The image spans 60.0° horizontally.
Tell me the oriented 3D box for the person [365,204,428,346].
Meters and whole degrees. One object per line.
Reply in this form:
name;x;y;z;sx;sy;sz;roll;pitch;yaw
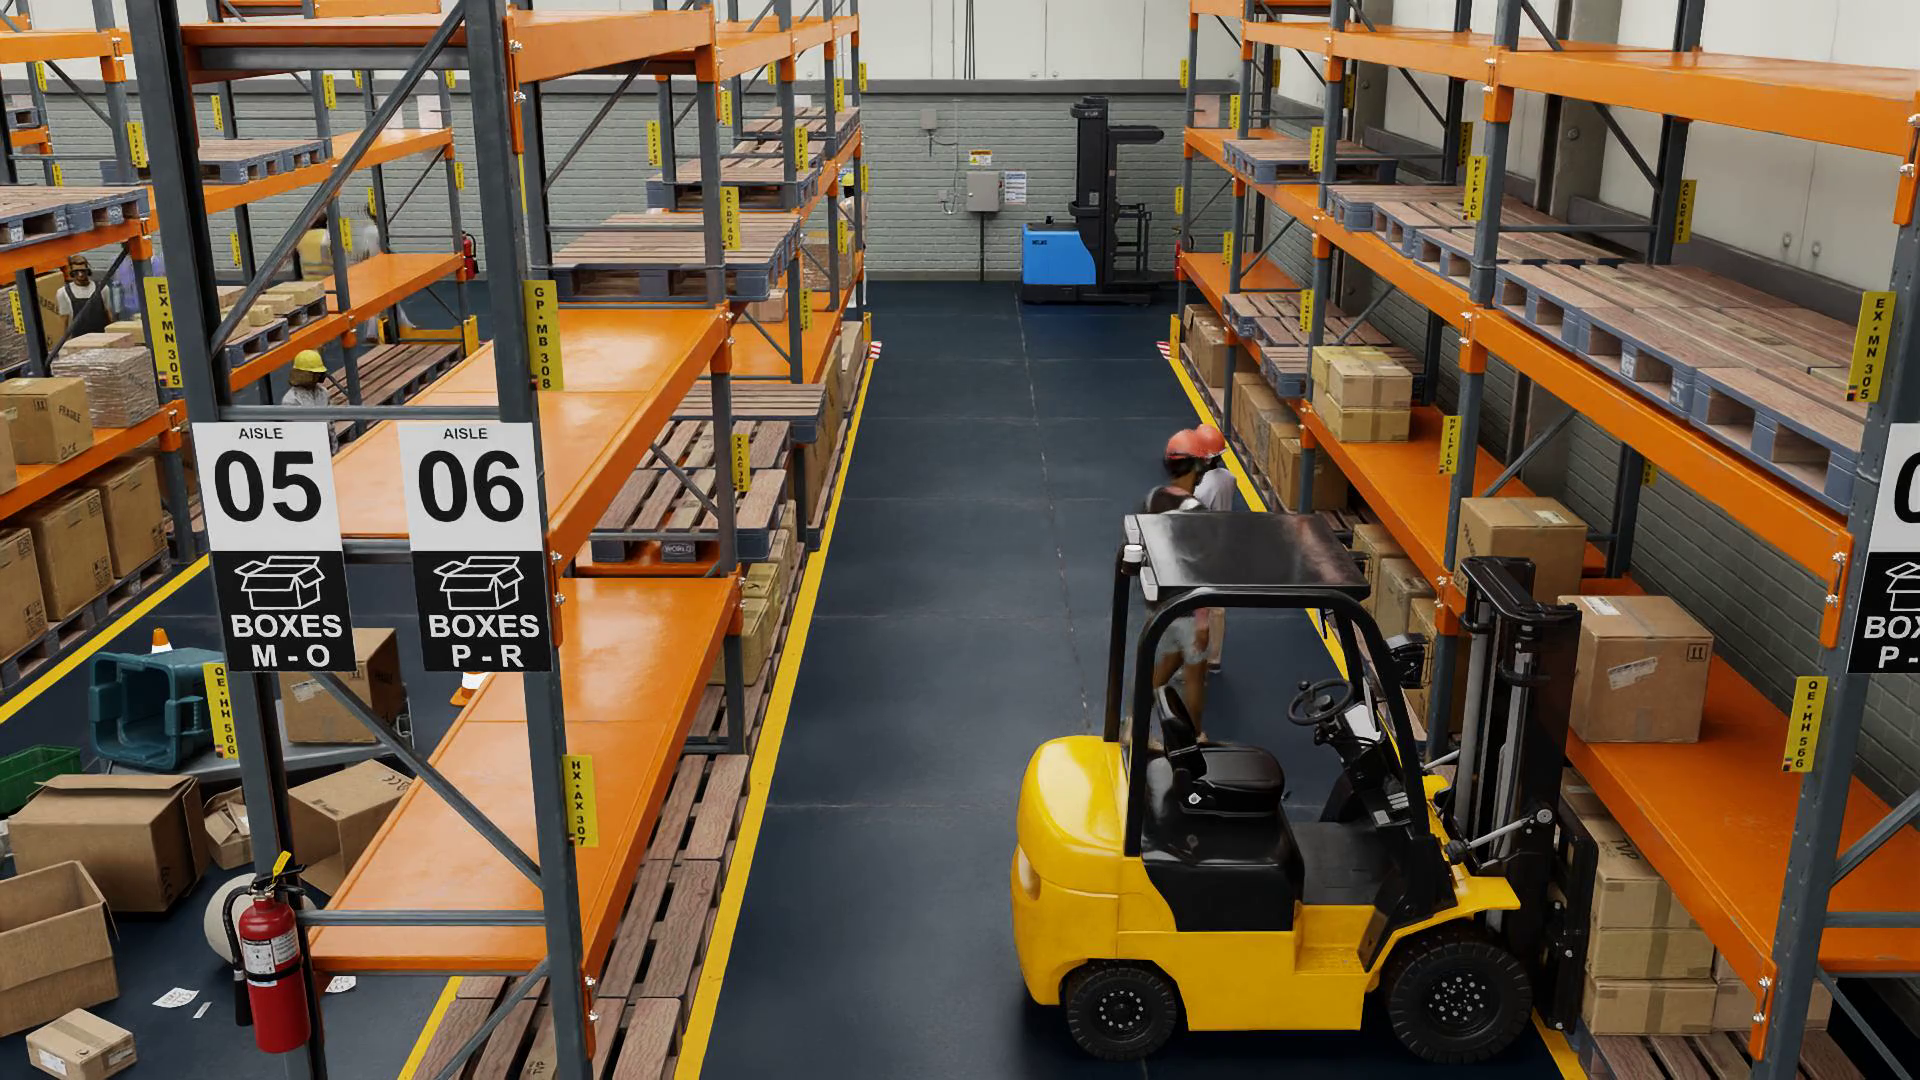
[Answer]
person;-7.424;-3.467;21.642;0.941;1.818;0.526;-15;24;-38

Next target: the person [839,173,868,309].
person;-1.563;-4.319;24.044;0.366;1.926;0.593;12;22;31

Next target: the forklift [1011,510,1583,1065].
forklift;1.387;1.055;7.378;2.313;2.155;1.214;0;18;0

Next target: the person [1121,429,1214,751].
person;1.270;0.351;9.814;0.523;2.041;0.652;-7;20;-21

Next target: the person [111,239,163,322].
person;-9.430;-2.652;19.031;0.548;1.904;0.823;2;18;5

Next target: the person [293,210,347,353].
person;-8.129;-3.335;21.297;0.625;1.783;0.968;3;19;10

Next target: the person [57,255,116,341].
person;-9.062;-2.060;17.360;0.520;1.839;0.340;-14;23;-36

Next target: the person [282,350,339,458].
person;-5.148;-0.668;13.319;0.322;1.734;0.488;7;20;20

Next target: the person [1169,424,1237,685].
person;1.597;0.091;10.976;0.319;1.755;0.571;11;21;31

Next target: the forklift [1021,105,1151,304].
forklift;1.857;-4.944;24.441;1.873;2.768;1.129;0;18;0
